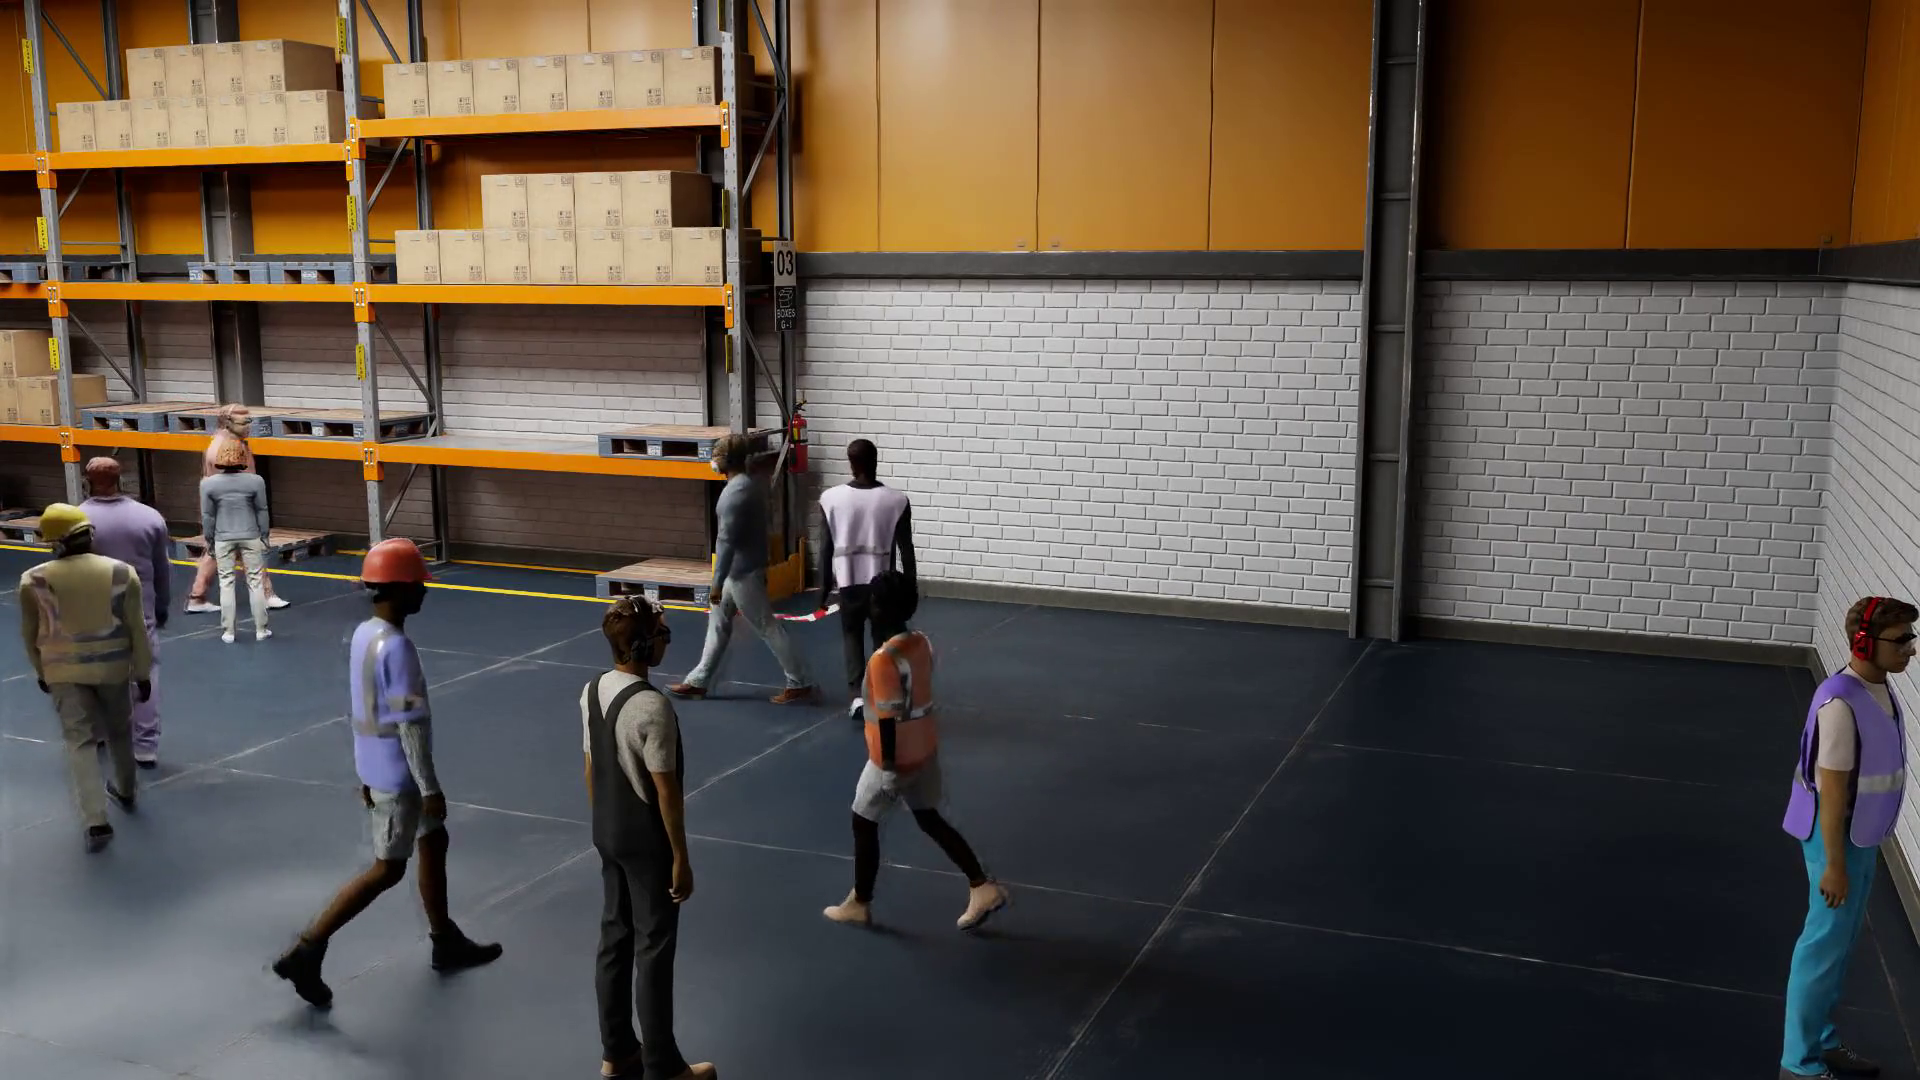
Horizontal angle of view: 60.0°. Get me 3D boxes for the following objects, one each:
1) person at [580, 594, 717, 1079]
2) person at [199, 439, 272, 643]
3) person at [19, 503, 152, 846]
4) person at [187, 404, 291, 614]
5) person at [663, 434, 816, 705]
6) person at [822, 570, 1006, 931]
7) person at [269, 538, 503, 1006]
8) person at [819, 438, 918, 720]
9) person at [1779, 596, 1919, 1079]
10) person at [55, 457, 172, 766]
[{"bbox_3d":[-1.152,1.106,6.029,0.508,1.846,0.345,8,13,42],"label":"person"},{"bbox_3d":[-5.786,0.010,13.315,0.497,1.633,0.280,-4,10,-21],"label":"person"},{"bbox_3d":[-4.621,0.688,8.823,0.585,1.780,0.921,-7,11,-35],"label":"person"},{"bbox_3d":[-6.296,-0.263,14.363,0.846,1.843,0.671,0,9,-2],"label":"person"},{"bbox_3d":[-1.489,0.211,11.370,1.073,1.881,0.646,0,9,1],"label":"person"},{"bbox_3d":[-0.190,0.960,7.485,0.822,1.662,0.543,4,10,21],"label":"person"},{"bbox_3d":[-2.399,0.945,6.850,0.893,1.908,0.553,-5,11,-27],"label":"person"},{"bbox_3d":[-0.598,0.289,10.825,0.652,1.896,0.455,1,9,4],"label":"person"},{"bbox_3d":[3.212,1.101,6.058,0.374,1.843,0.569,8,12,39],"label":"person"},{"bbox_3d":[-5.179,0.416,10.174,0.675,1.851,0.993,-8,12,-40],"label":"person"}]
